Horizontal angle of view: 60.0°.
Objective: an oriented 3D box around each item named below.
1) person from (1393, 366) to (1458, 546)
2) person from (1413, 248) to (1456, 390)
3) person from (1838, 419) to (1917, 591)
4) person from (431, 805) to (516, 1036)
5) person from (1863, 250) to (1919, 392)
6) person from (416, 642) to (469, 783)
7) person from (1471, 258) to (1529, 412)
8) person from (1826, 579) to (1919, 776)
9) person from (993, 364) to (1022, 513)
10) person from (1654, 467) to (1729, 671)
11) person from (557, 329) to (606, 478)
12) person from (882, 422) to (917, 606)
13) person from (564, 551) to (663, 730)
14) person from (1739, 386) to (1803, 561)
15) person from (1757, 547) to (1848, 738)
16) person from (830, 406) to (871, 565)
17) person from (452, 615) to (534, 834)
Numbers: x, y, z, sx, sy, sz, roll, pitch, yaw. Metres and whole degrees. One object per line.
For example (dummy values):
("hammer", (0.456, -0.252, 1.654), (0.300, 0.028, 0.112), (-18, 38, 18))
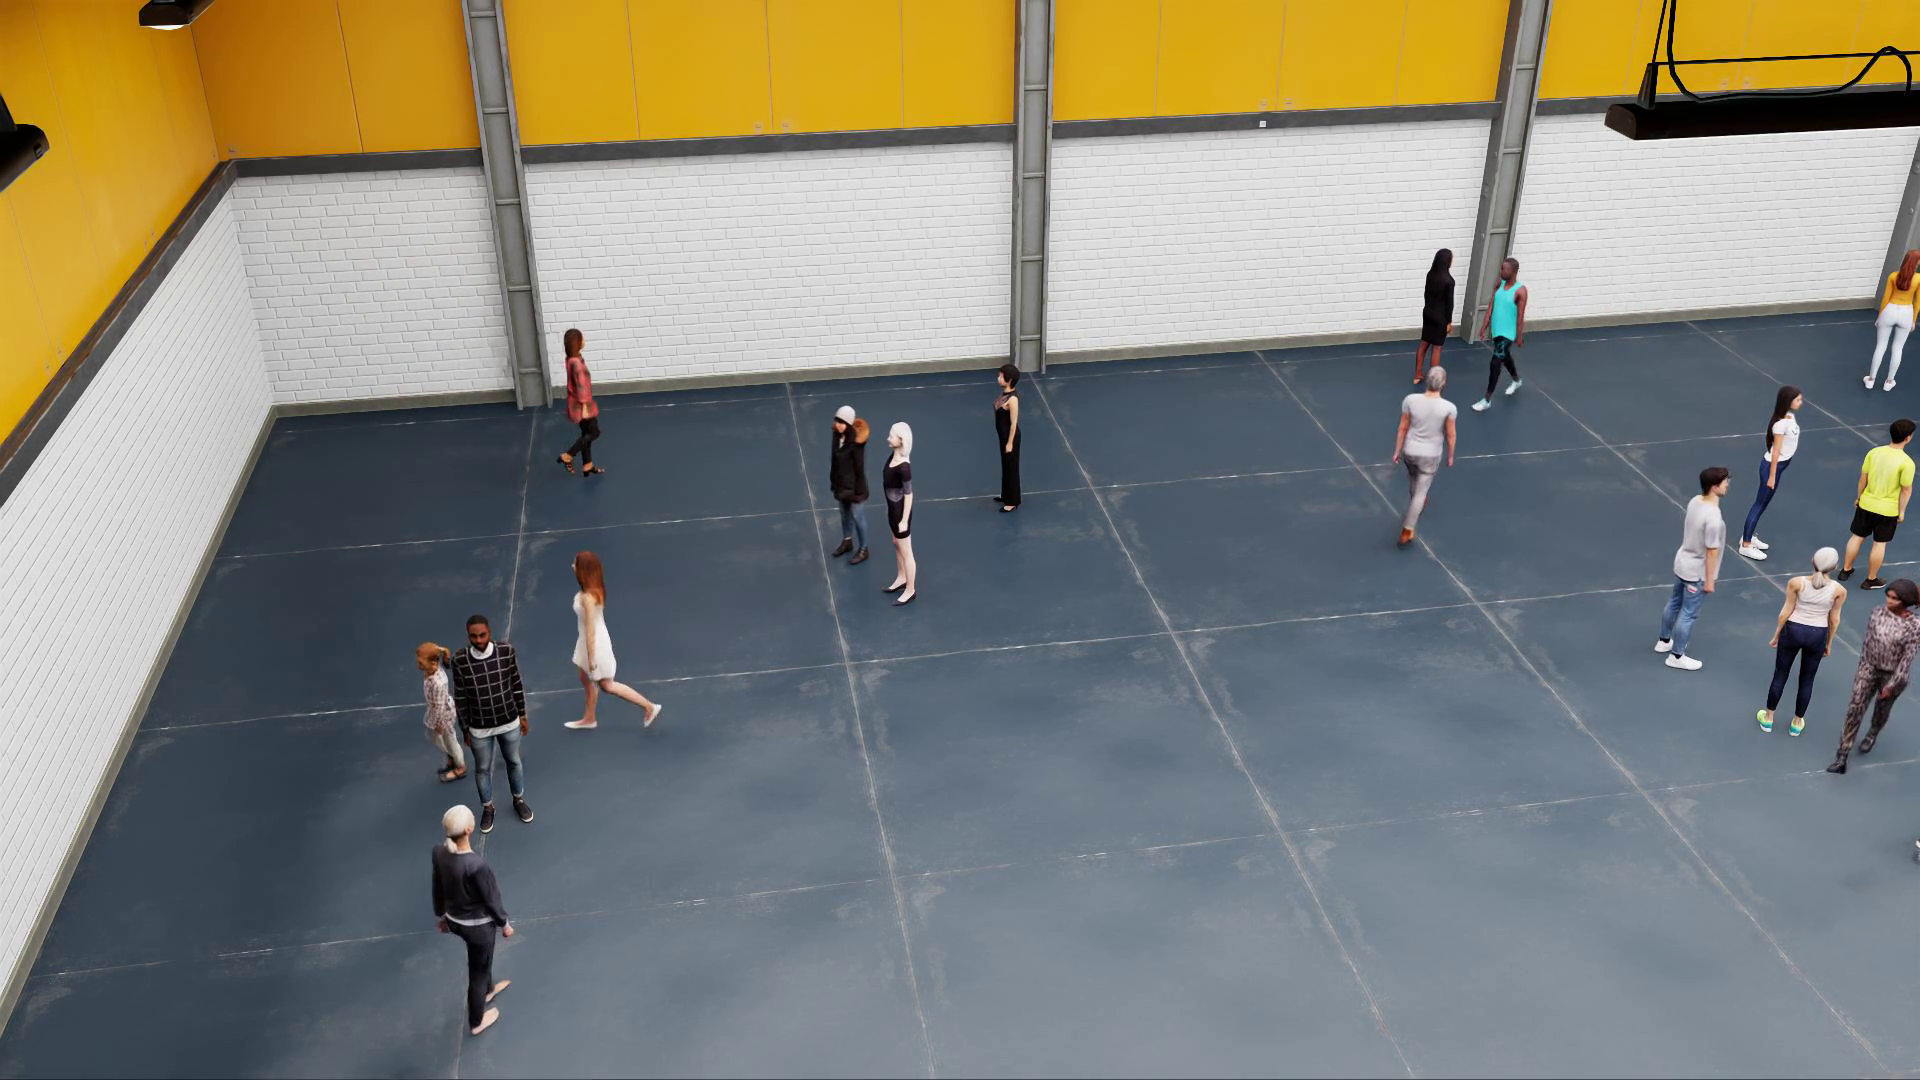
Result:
("person", (4.556, -0.795, 16.458), (1.242, 1.775, 1.256), (16, 32, 27))
("person", (5.706, -2.658, 19.930), (0.612, 1.721, 0.668), (-14, 31, -24))
("person", (8.695, -0.346, 15.705), (0.681, 1.708, 0.698), (-19, 34, -31))
("person", (-3.166, 2.449, 10.579), (0.819, 1.711, 0.879), (17, 33, 28))
("person", (11.182, -2.635, 19.858), (0.670, 1.751, 0.744), (14, 32, 24))
("person", (-3.992, 1.335, 13.050), (0.578, 1.301, 0.594), (-12, 31, -21))
("person", (6.441, -2.426, 19.464), (1.238, 1.761, 0.843), (-14, 32, -24))
("person", (7.356, 1.058, 13.178), (1.185, 1.665, 0.964), (-23, 36, -36))
("person", (0.508, -1.061, 17.125), (0.490, 1.604, 0.575), (-5, 29, -8))
("person", (6.402, 0.218, 14.482), (0.613, 1.890, 0.705), (0, 29, -1))
("person", (-4.115, -1.421, 17.695), (0.787, 1.689, 0.702), (-11, 30, -19))
("person", (-0.550, -0.254, 15.410), (0.526, 1.829, 0.598), (-8, 30, -14))
("person", (-2.875, 0.853, 13.526), (1.085, 1.690, 0.645), (-1, 29, -2))
("person", (7.922, -0.678, 16.245), (0.714, 1.775, 0.665), (17, 33, 28))
("person", (6.878, 0.821, 13.574), (0.638, 1.702, 0.747), (11, 30, 19))
("person", (-1.062, -0.554, 16.167), (0.729, 1.631, 0.768), (25, 37, 37))
("person", (-3.513, 1.339, 12.501), (0.570, 1.820, 0.764), (-11, 30, -19))
